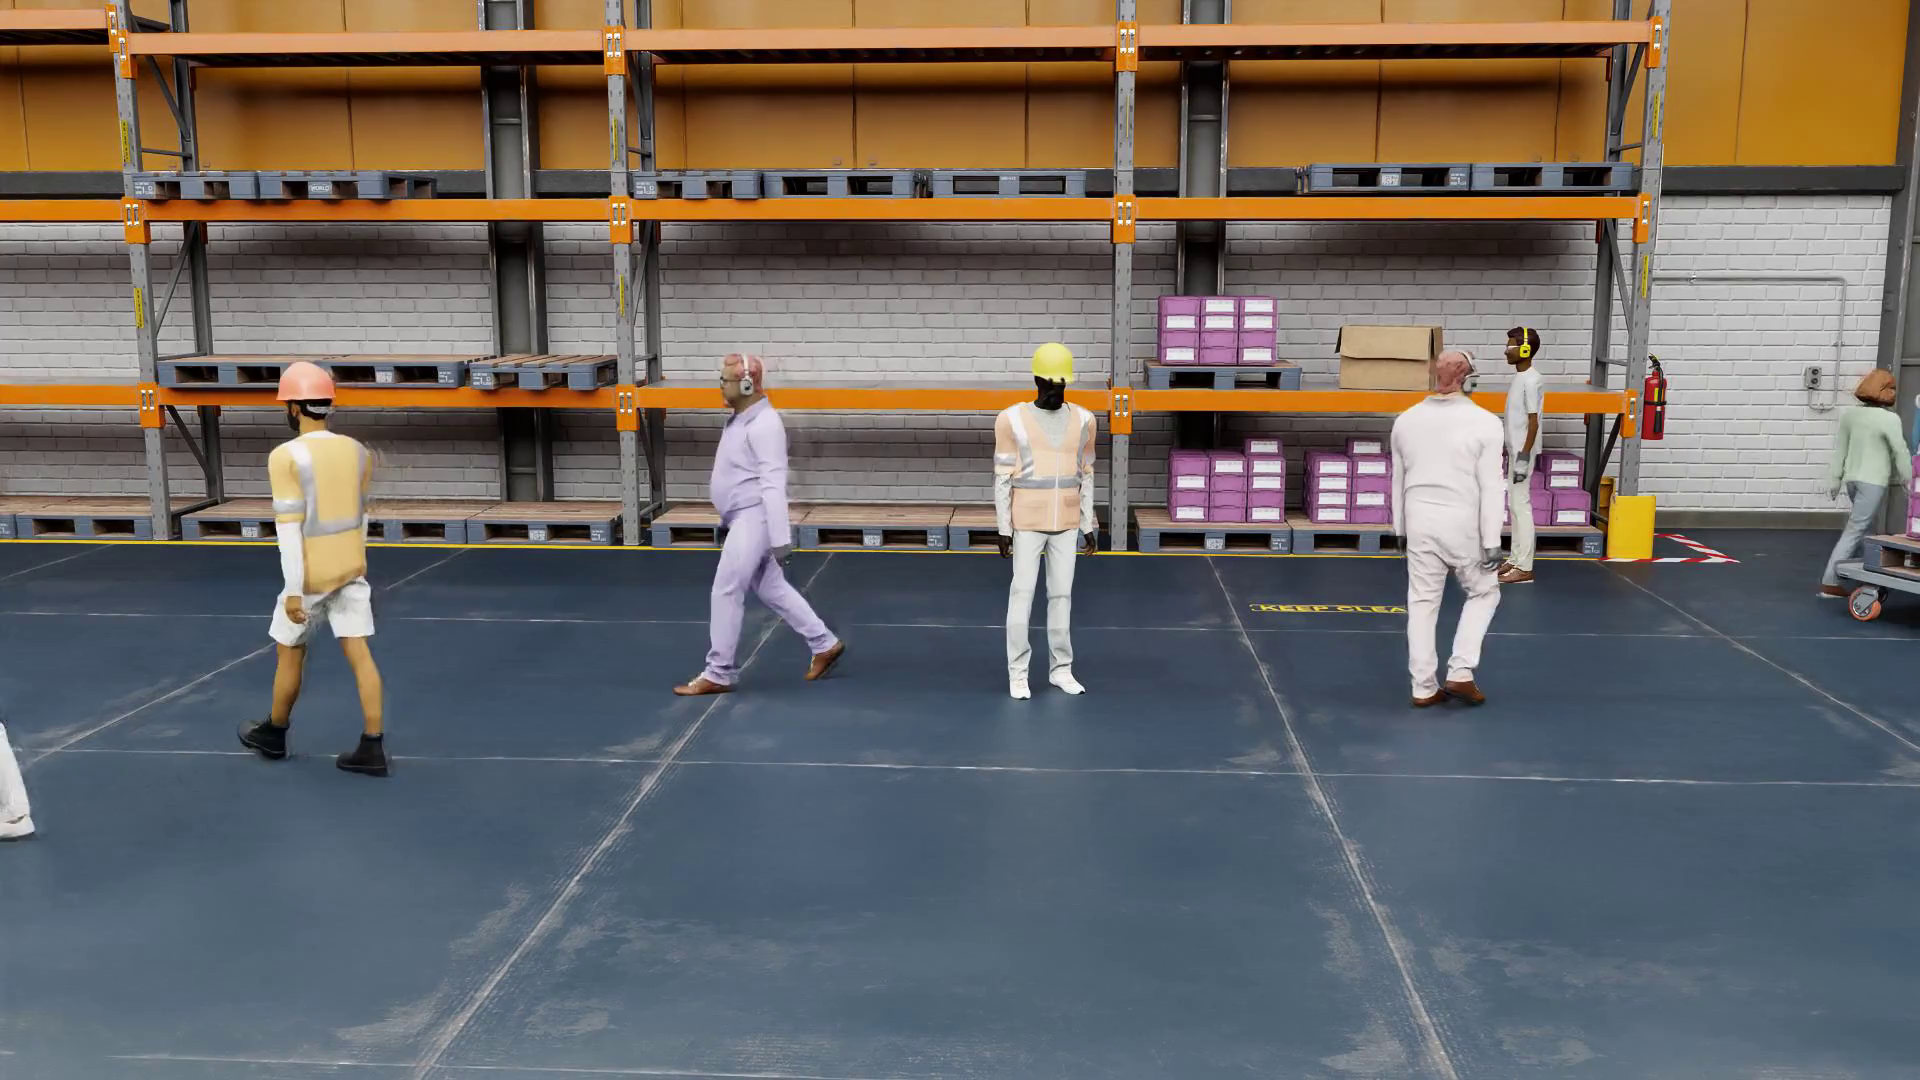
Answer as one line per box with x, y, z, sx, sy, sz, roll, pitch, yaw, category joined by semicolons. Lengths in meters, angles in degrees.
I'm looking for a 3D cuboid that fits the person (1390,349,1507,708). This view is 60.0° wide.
2.599;-0.052;8.762;0.508;1.892;0.672;-9;14;-44;person

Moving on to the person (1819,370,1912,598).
6.389;-0.385;11.608;0.829;1.588;0.511;-2;10;-12;person

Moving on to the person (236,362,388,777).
-3.020;0.128;7.721;0.966;1.887;0.566;6;11;30;person

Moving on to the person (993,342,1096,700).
0.472;-0.103;8.984;0.586;1.924;0.370;-4;10;-20;person

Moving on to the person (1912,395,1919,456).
7.514;-0.573;12.612;0.681;1.614;0.528;-6;12;-33;person

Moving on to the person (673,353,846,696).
-1.086;-0.094;9.113;0.940;1.870;0.637;-3;10;-15;person

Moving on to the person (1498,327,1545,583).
4.075;-0.618;12.160;0.324;1.871;0.526;1;10;9;person

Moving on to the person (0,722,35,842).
-4.171;0.465;6.612;0.846;1.593;0.531;-2;10;-9;person
